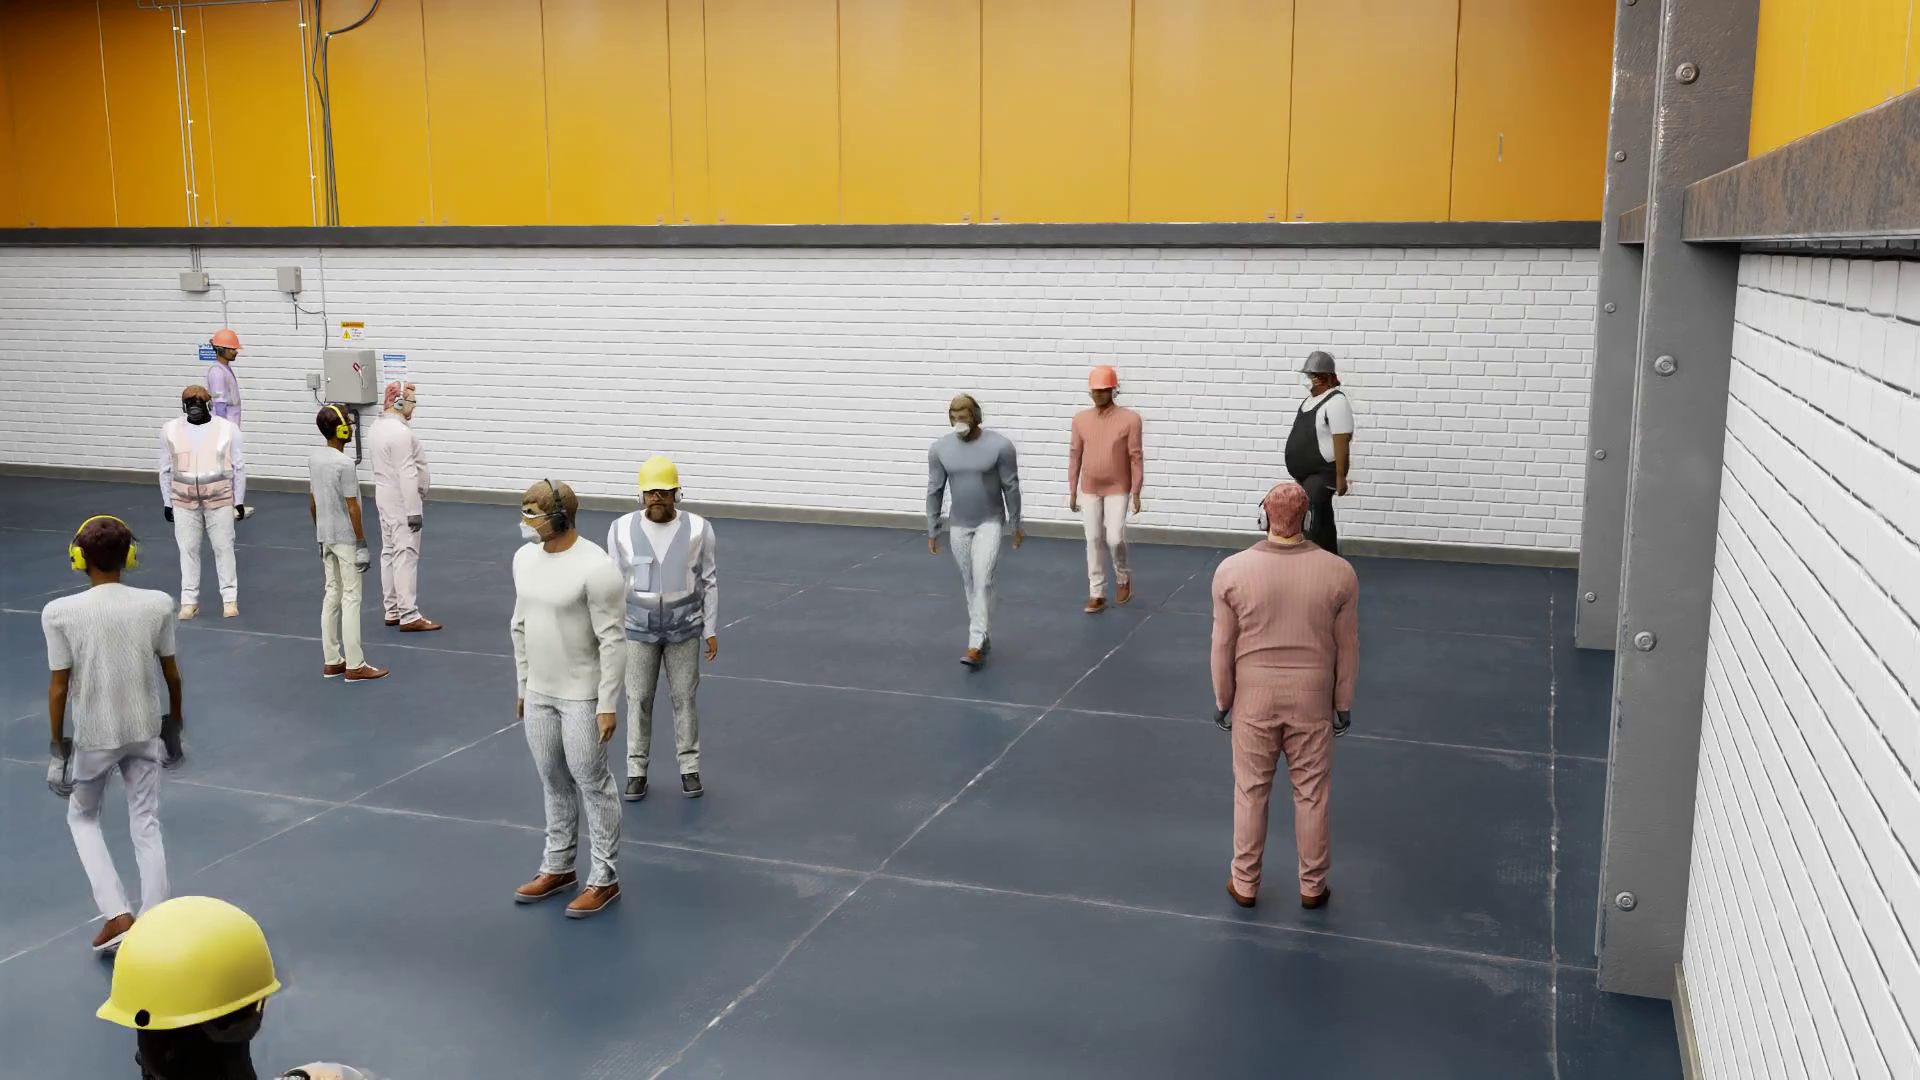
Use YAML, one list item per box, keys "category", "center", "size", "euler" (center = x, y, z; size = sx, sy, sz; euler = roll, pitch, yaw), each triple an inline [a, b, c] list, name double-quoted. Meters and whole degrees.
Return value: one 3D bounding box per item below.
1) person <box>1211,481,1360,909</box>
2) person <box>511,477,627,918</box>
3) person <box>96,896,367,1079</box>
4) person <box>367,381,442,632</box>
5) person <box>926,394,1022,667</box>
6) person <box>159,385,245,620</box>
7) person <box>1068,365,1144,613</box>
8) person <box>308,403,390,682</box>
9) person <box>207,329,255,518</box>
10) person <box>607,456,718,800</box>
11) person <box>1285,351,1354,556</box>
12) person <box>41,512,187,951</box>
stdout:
- category: "person"
  center: [1.420, 0.688, 7.329]
  size: [0.643, 1.908, 0.411]
  euler: [1, 10, 7]
- category: "person"
  center: [-1.718, 0.681, 7.280]
  size: [0.630, 1.935, 0.369]
  euler: [7, 12, 35]
- category: "person"
  center: [-1.093, 1.508, 2.698]
  size: [0.558, 1.907, 0.602]
  euler: [3, 11, 18]
- category: "person"
  center: [-4.228, -0.255, 12.655]
  size: [0.406, 1.902, 0.636]
  euler: [-7, 12, -36]
- category: "person"
  center: [0.065, -0.067, 11.606]
  size: [0.650, 1.891, 0.917]
  euler: [3, 11, 18]
- category: "person"
  center: [-5.935, -0.297, 13.050]
  size: [0.619, 1.845, 0.430]
  euler: [-3, 10, -15]
- category: "person"
  center: [1.147, -0.405, 13.253]
  size: [0.643, 1.984, 0.442]
  euler: [5, 11, 26]
- category: "person"
  center: [-4.148, 0.019, 11.192]
  size: [0.515, 1.873, 0.328]
  euler: [7, 12, 35]
- category: "person"
  center: [-7.839, -1.240, 17.848]
  size: [0.405, 2.030, 0.612]
  euler: [-3, 11, -18]
- category: "person"
  center: [-1.571, 0.464, 8.790]
  size: [0.589, 1.834, 0.403]
  euler: [-2, 10, -10]
- category: "person"
  center: [3.031, -0.619, 14.304]
  size: [0.700, 2.000, 0.698]
  euler: [-2, 10, -9]
- category: "person"
  center: [-3.436, 0.813, 6.777]
  size: [0.557, 1.852, 0.439]
  euler: [-9, 14, -42]
